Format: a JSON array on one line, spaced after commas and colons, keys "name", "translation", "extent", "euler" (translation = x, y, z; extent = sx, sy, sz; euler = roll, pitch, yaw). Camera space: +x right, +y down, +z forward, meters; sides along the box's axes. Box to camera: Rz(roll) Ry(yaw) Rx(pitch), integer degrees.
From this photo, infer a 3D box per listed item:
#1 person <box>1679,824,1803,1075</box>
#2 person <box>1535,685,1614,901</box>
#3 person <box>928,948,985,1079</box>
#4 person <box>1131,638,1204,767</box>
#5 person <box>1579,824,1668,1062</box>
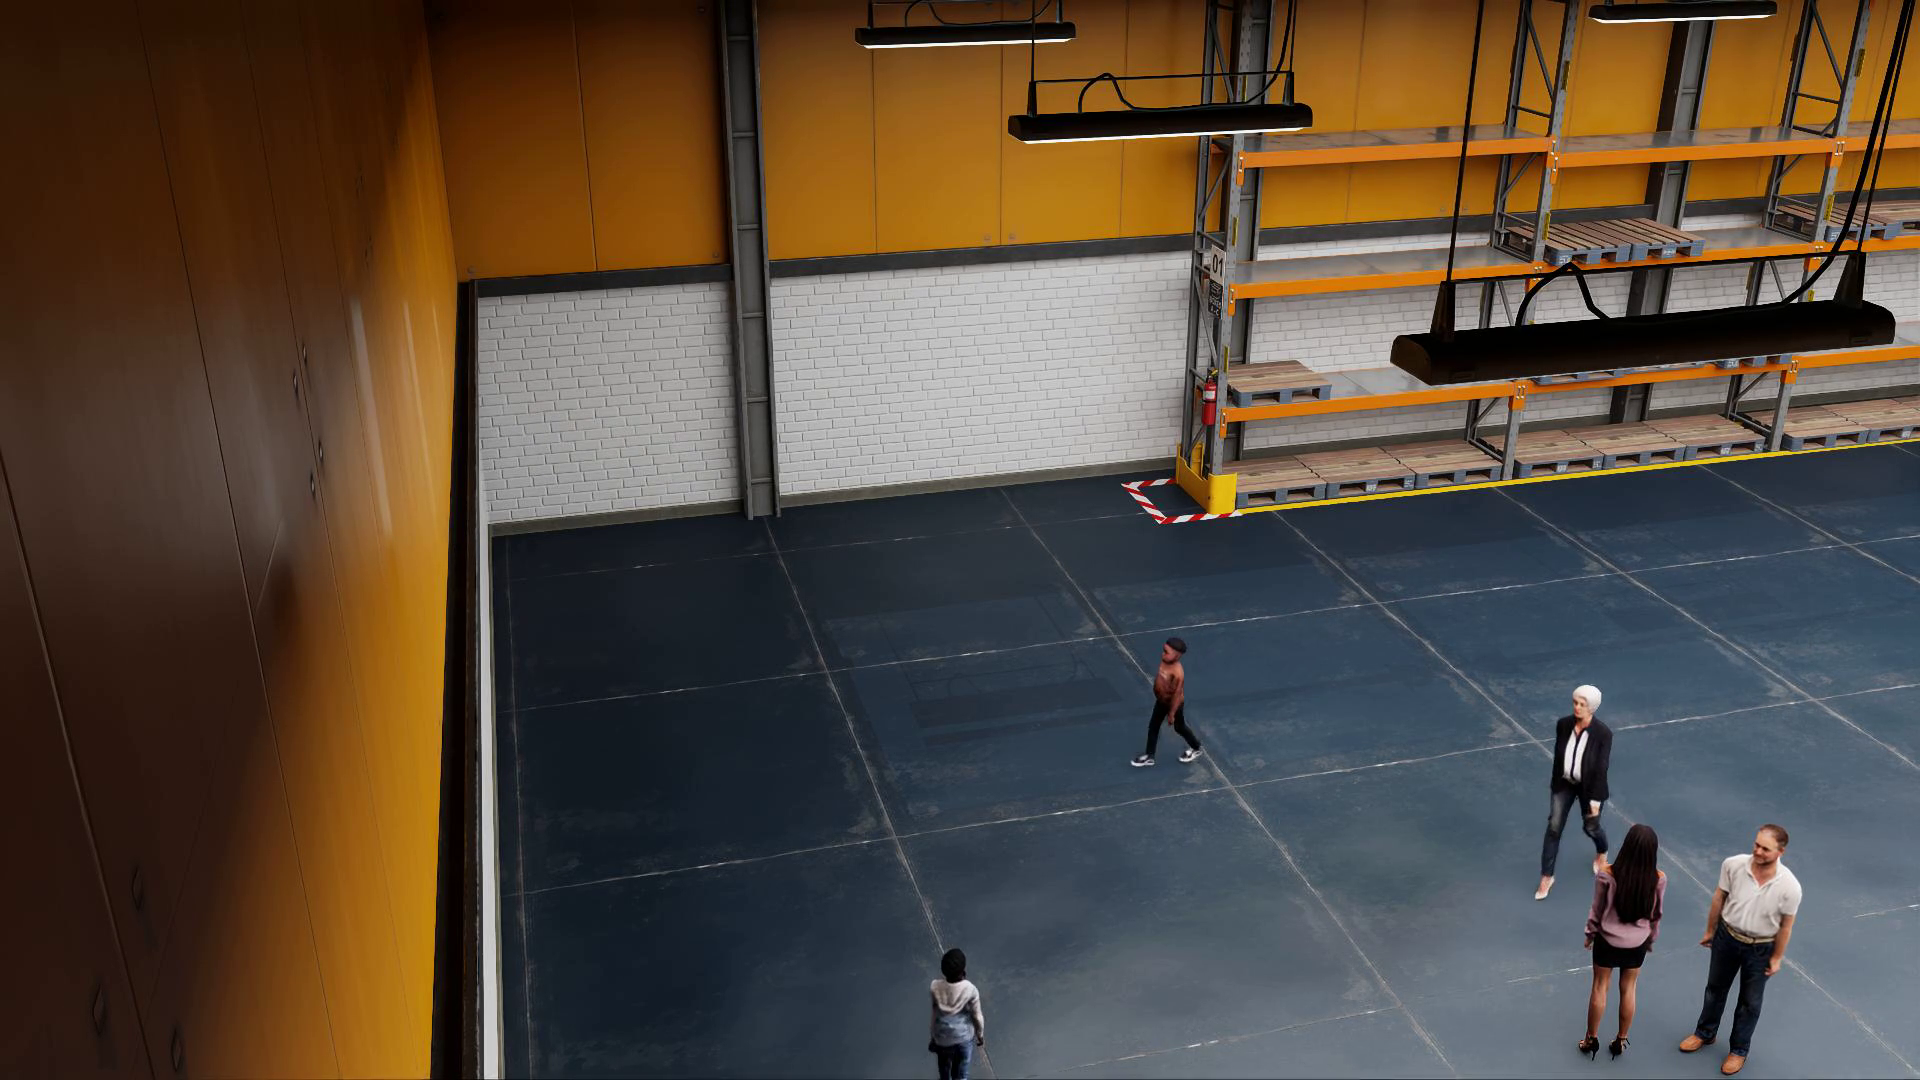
[{"name": "person", "translation": [5.199, 2.650, 10.977], "extent": [0.728, 1.856, 0.748], "euler": [-19, 30, -36]}, {"name": "person", "translation": [4.847, 1.931, 12.816], "extent": [1.173, 1.762, 1.050], "euler": [-21, 31, -39]}, {"name": "person", "translation": [-0.055, 3.172, 10.545], "extent": [0.683, 1.245, 0.699], "euler": [4, 24, 9]}, {"name": "person", "translation": [1.905, 1.426, 14.558], "extent": [0.895, 1.231, 0.547], "euler": [-7, 25, -16]}, {"name": "person", "translation": [4.372, 2.665, 10.998], "extent": [0.609, 1.812, 0.758], "euler": [3, 24, 8]}]
